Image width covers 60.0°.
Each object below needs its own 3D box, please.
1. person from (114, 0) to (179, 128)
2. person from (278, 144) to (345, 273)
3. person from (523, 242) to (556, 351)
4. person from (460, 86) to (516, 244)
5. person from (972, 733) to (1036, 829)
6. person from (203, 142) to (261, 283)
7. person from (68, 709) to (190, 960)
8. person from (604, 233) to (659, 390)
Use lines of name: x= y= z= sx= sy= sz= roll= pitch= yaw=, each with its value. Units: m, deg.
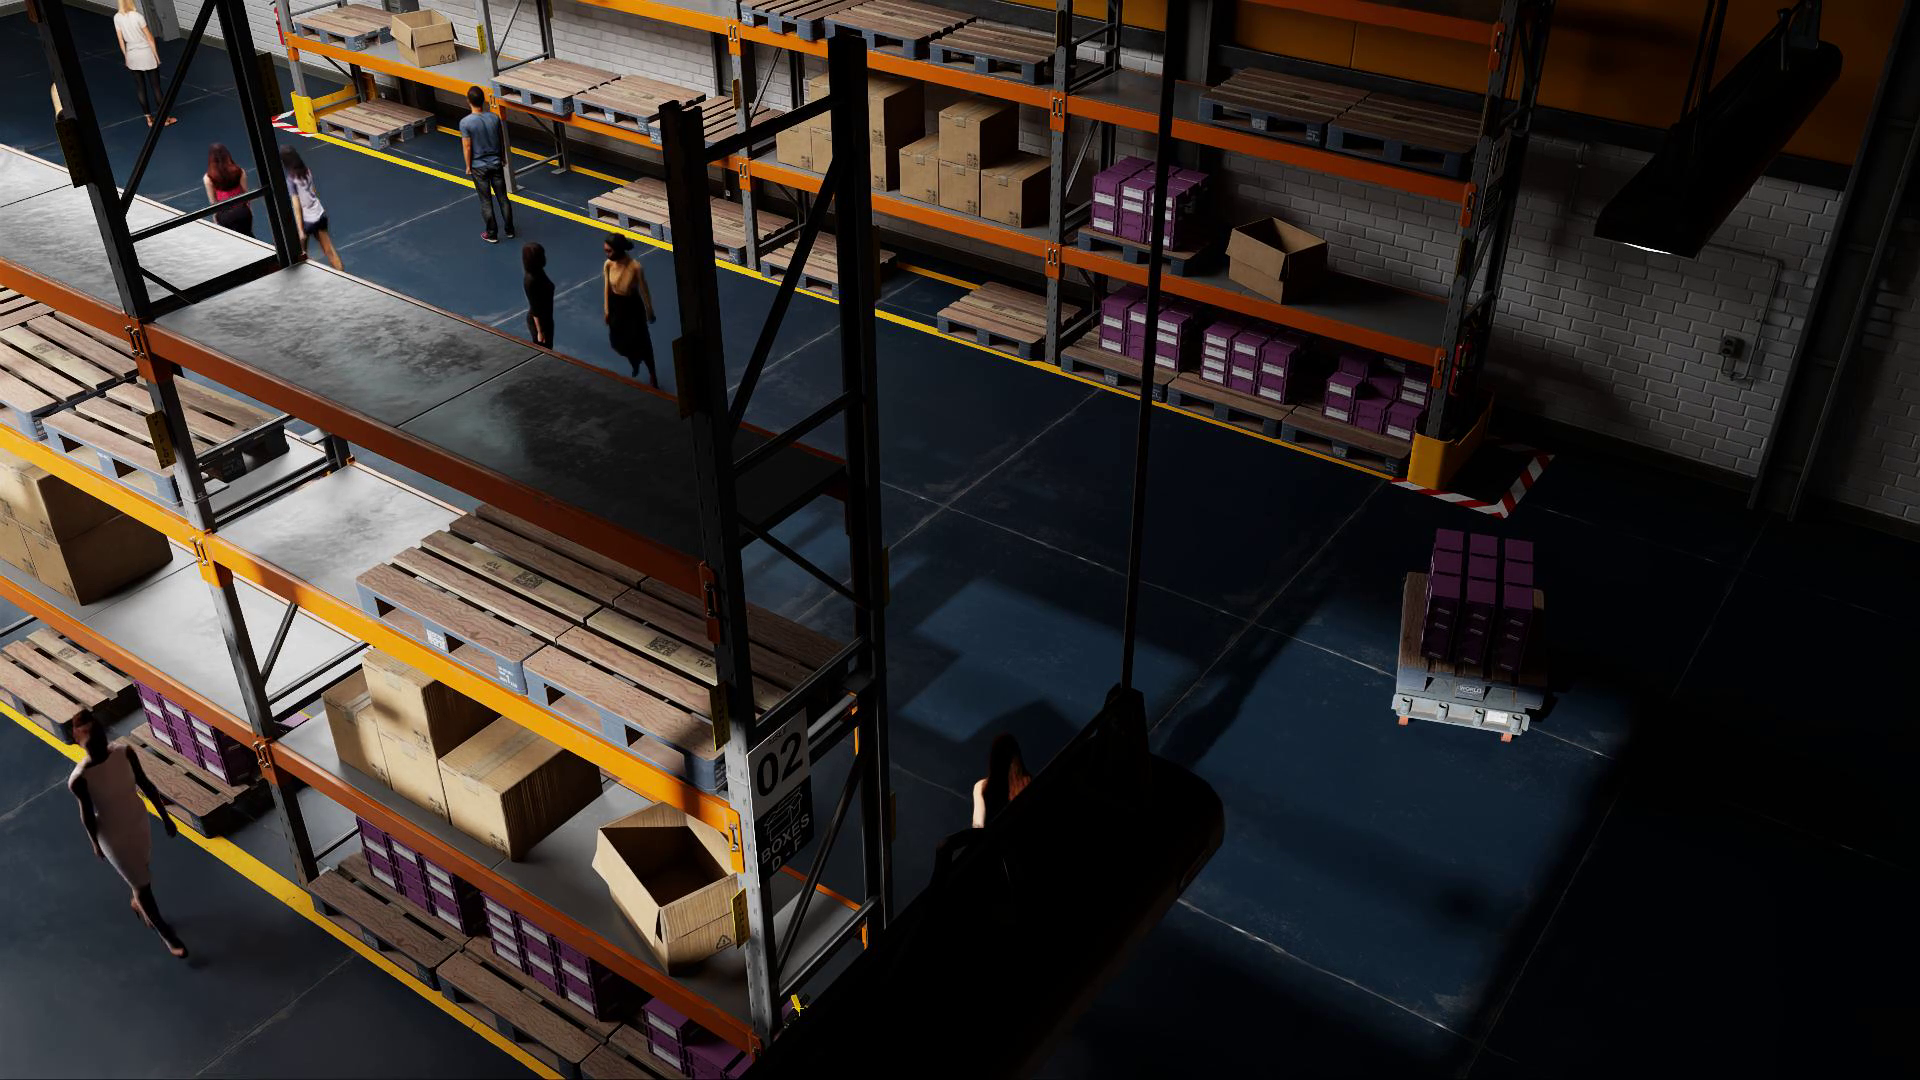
person: x=-10.970 y=-6.449 z=22.282 sx=0.659 sy=1.827 sz=0.732 roll=-3 pitch=34 yaw=-5
person: x=-6.900 y=-3.386 z=17.793 sx=0.935 sy=1.696 sz=0.851 roll=11 pitch=35 yaw=16
person: x=-4.004 y=-2.077 z=15.873 sx=0.690 sy=1.641 sz=0.664 roll=0 pitch=34 yaw=0
person: x=-5.424 y=-4.314 z=19.084 sx=0.709 sy=1.810 sz=0.653 roll=-23 pitch=40 yaw=-30
person: x=0.262 y=1.848 z=9.891 sx=0.643 sy=1.726 sz=0.707 roll=-5 pitch=34 yaw=-8
person: x=-7.821 y=-3.469 z=17.956 sx=0.676 sy=1.653 sz=0.704 roll=-25 pitch=41 yaw=-33
person: x=-5.091 y=1.714 z=10.047 sx=0.817 sy=1.775 sz=0.592 roll=18 pitch=38 yaw=25
person: x=-3.203 y=-2.204 z=16.063 sx=0.732 sy=1.642 sz=0.831 roll=-1 pitch=34 yaw=-1
